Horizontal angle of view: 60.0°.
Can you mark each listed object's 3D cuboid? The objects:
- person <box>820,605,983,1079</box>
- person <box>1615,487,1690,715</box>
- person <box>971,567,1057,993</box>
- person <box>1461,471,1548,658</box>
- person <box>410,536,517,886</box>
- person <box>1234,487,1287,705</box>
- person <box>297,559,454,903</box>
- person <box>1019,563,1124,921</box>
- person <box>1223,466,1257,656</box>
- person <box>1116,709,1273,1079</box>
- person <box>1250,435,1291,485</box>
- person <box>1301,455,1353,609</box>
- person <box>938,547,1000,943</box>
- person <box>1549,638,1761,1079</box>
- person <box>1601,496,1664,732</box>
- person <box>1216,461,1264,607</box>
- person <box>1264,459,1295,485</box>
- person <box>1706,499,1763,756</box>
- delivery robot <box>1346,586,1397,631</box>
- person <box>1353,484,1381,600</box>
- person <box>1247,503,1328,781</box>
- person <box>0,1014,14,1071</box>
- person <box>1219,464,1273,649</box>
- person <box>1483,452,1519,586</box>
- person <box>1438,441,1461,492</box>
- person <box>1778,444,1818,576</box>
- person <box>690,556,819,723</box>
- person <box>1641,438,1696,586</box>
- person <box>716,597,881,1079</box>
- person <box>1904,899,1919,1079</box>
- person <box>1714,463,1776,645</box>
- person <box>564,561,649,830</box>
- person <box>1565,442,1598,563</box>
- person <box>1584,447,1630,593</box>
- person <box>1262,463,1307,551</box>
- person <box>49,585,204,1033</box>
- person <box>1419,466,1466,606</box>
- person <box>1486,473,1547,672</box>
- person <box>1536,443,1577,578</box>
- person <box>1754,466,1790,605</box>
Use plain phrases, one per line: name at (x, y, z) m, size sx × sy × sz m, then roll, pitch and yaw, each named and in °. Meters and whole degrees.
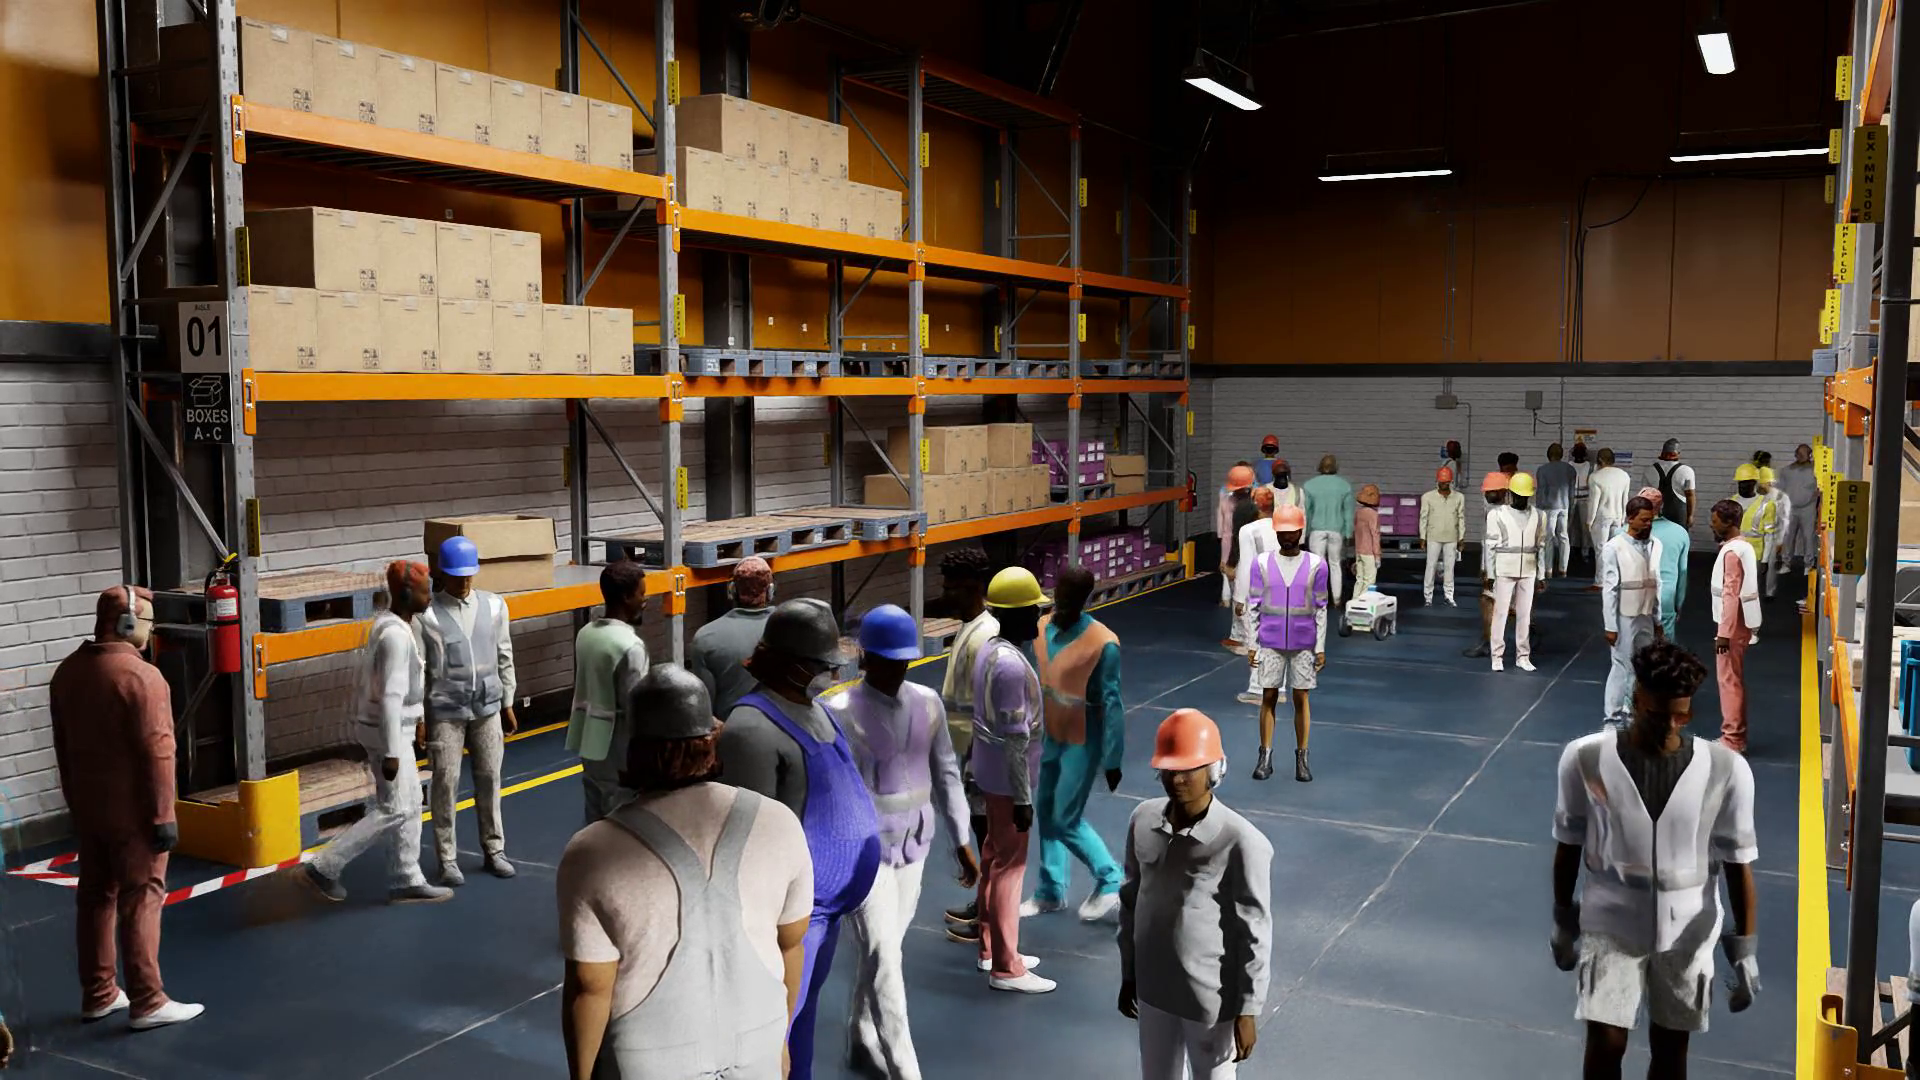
person at (-0.218, 1.206, 6.356) m, size 0.608 × 1.913 × 0.844 m, roll -4°, pitch 7°, yaw -40°
person at (5.721, 0.513, 13.869) m, size 0.636 × 1.911 × 0.405 m, roll 0°, pitch 5°, yaw -3°
person at (0.237, 1.083, 7.614) m, size 0.361 × 1.930 × 0.588 m, roll -1°, pitch 5°, yaw -9°
person at (5.522, 0.252, 16.786) m, size 0.854 × 1.904 × 0.553 m, roll 0°, pitch 5°, yaw -4°
person at (-2.754, 0.938, 9.198) m, size 0.615 × 1.933 × 0.419 m, roll -4°, pitch 7°, yaw -39°
person at (2.624, 0.478, 14.365) m, size 0.584 × 1.883 × 0.337 m, roll -3°, pitch 6°, yaw -31°
person at (-3.046, 1.024, 8.655) m, size 0.663 × 1.860 × 0.617 m, roll -2°, pitch 6°, yaw -19°
person at (0.582, 1.035, 8.446) m, size 0.452 × 1.880 × 0.652 m, roll -3°, pitch 6°, yaw -31°
person at (2.972, 0.203, 17.076) m, size 0.383 × 1.943 × 0.721 m, roll 4°, pitch 6°, yaw 34°
person at (0.702, 1.392, 5.211) m, size 0.330 × 1.751 × 0.573 m, roll -5°, pitch 7°, yaw -42°
person at (4.480, -0.504, 24.083) m, size 0.607 × 2.044 × 0.372 m, roll 1°, pitch 5°, yaw 7°
person at (4.450, -0.076, 20.262) m, size 0.641 × 1.911 × 0.477 m, roll 0°, pitch 5°, yaw 2°
person at (0.080, 1.010, 8.292) m, size 0.388 × 1.958 × 0.599 m, roll -1°, pitch 5°, yaw -6°
person at (2.263, 1.280, 5.446) m, size 0.619 × 1.933 × 0.485 m, roll 2°, pitch 6°, yaw 18°
person at (5.179, 0.611, 12.844) m, size 0.598 × 1.906 × 0.404 m, roll -3°, pitch 6°, yaw -30°
person at (3.493, -0.065, 20.603) m, size 0.639 × 1.823 × 0.431 m, roll 0°, pitch 5°, yaw -1°
person at (4.319, -0.224, 22.611) m, size 0.563 × 1.751 × 0.330 m, roll -1°, pitch 5°, yaw -13°
person at (5.764, 0.650, 12.414) m, size 0.409 × 1.906 × 0.602 m, roll 3°, pitch 6°, yaw 29°
delivery robot at (4.484, 0.740, 18.116) m, size 0.477 × 0.478 × 0.707 m, roll 4°, pitch 6°, yaw 36°
person at (4.633, 0.185, 18.859) m, size 0.280 × 1.633 × 0.500 m, roll -1°, pitch 5°, yaw -13°
person at (2.276, 0.711, 11.574) m, size 0.552 × 1.937 × 0.356 m, roll 1°, pitch 5°, yaw 13°
person at (-2.834, 1.351, 4.479) m, size 1.022 × 1.984 × 0.605 m, roll -2°, pitch 6°, yaw -21°
person at (2.972, 0.174, 17.354) m, size 0.630 × 1.940 × 0.372 m, roll -3°, pitch 6°, yaw -28°
person at (6.563, -0.091, 20.100) m, size 0.373 × 1.957 × 0.606 m, roll -2°, pitch 6°, yaw -17°
person at (7.854, -0.657, 26.714) m, size 0.358 × 1.873 × 0.587 m, roll 1°, pitch 5°, yaw 8°
person at (12.152, -0.435, 24.053) m, size 0.642 × 1.913 × 0.408 m, roll 5°, pitch 7°, yaw 42°
person at (-1.020, 1.034, 8.261) m, size 0.643 × 1.909 × 0.400 m, roll -2°, pitch 6°, yaw -16°
person at (9.700, -0.377, 22.728) m, size 0.689 × 2.000 × 0.539 m, roll 4°, pitch 7°, yaw 37°
person at (-0.541, 1.197, 5.800) m, size 0.537 × 2.000 × 0.678 m, roll 1°, pitch 5°, yaw 12°
person at (2.828, 1.490, 4.501) m, size 0.533 × 1.692 × 0.319 m, roll 1°, pitch 5°, yaw 14°
person at (8.338, 0.149, 17.672) m, size 0.363 × 1.928 × 0.587 m, roll -4°, pitch 7°, yaw -36°
person at (-1.688, 1.055, 8.062) m, size 0.402 × 1.909 × 0.593 m, roll -4°, pitch 7°, yaw -36°
person at (9.580, -0.576, 25.788) m, size 0.574 × 1.876 × 0.355 m, roll 2°, pitch 6°, yaw 20°
person at (8.538, -0.254, 21.991) m, size 0.627 × 1.934 × 0.370 m, roll -2°, pitch 6°, yaw -19°
person at (3.805, 0.003, 19.784) m, size 0.631 × 1.836 × 0.430 m, roll 0°, pitch 5°, yaw 0°
person at (-3.581, 1.141, 7.160) m, size 0.643 × 1.899 × 0.399 m, roll 3°, pitch 6°, yaw 28°
person at (6.003, -0.043, 20.675) m, size 0.573 × 1.747 × 0.337 m, roll 0°, pitch 5°, yaw 4°
person at (5.352, 0.310, 15.988) m, size 0.584 × 1.919 × 0.375 m, roll 0°, pitch 5°, yaw -2°
person at (8.468, -0.418, 23.718) m, size 0.629 × 1.940 × 0.373 m, roll -2°, pitch 6°, yaw -17°
person at (9.917, -0.035, 20.572) m, size 0.603 × 1.773 × 0.952 m, roll 4°, pitch 7°, yaw 37°
